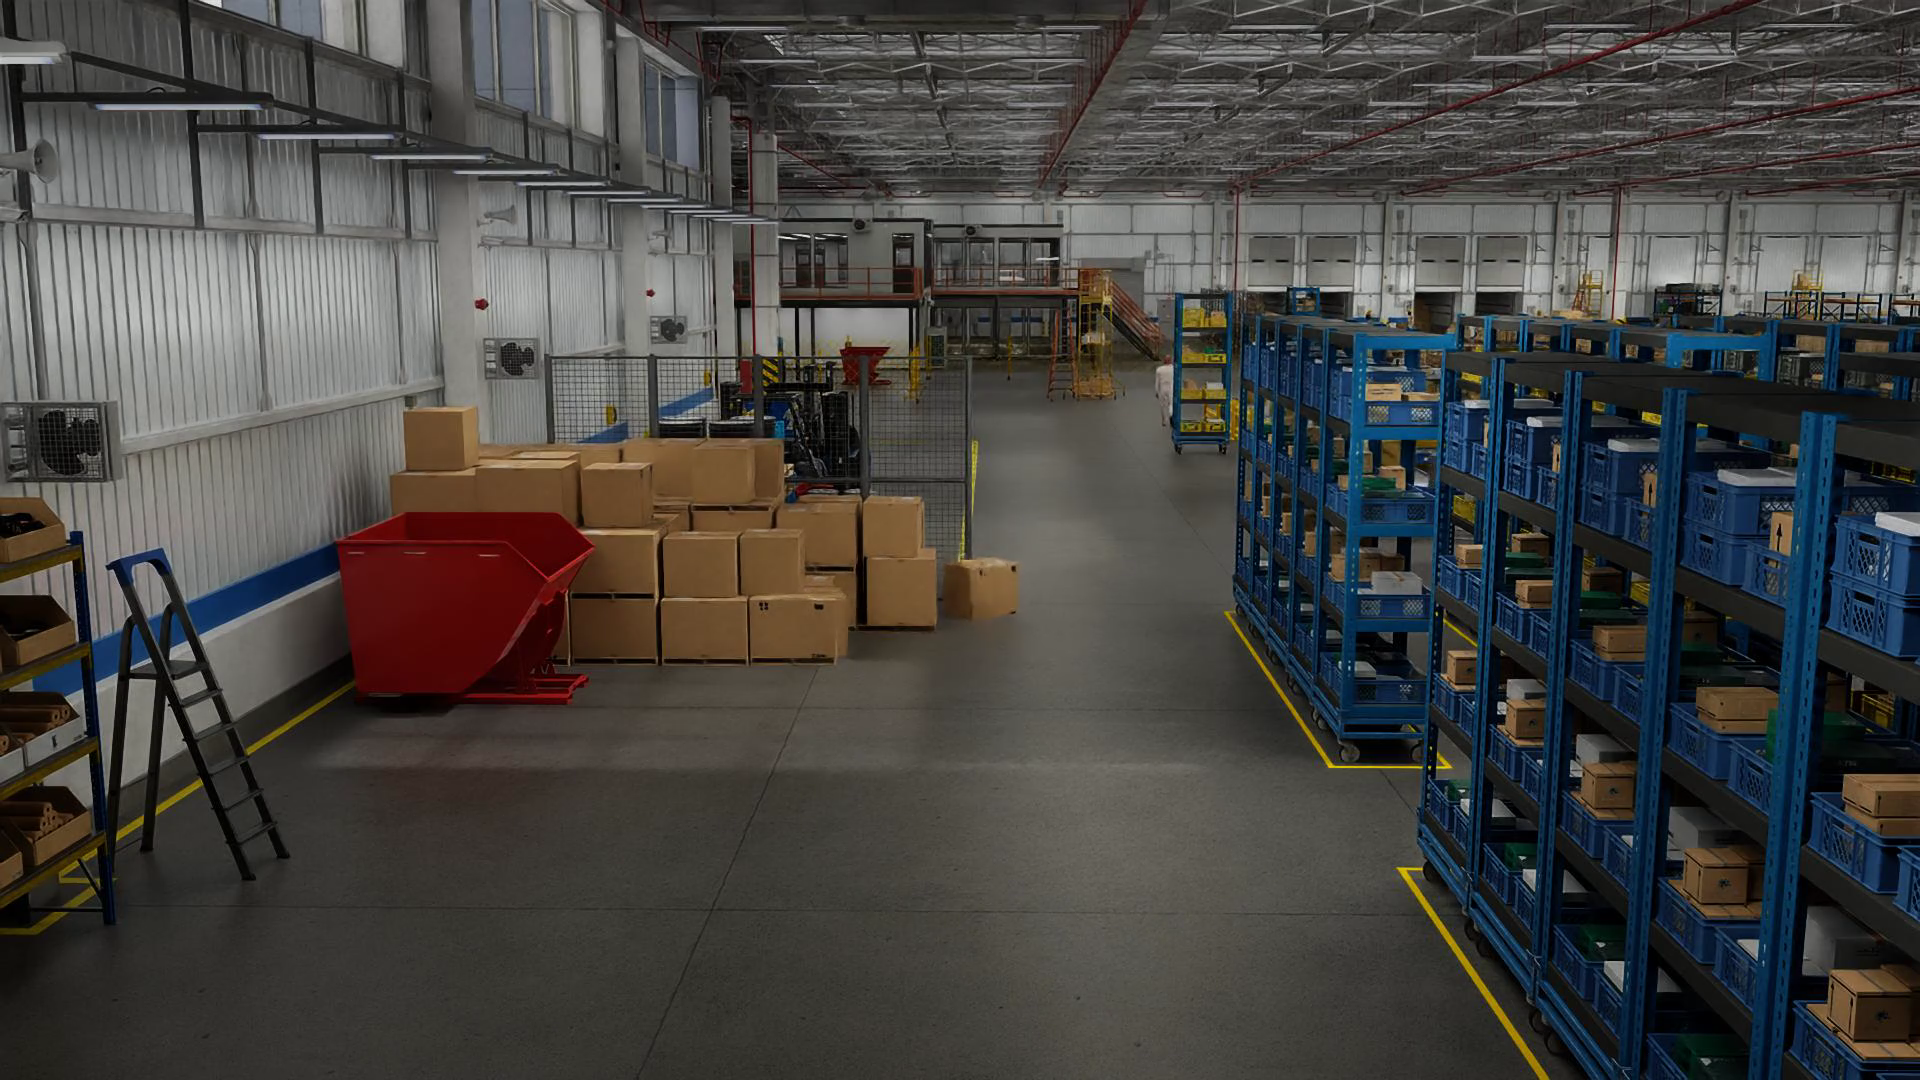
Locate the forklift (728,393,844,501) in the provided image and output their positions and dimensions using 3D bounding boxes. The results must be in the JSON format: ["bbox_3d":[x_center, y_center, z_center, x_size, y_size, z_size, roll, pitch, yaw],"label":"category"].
[{"bbox_3d":[-2.979,-1.316,26.476,2.680,1.987,1.157,0,9,1],"label":"forklift"}]

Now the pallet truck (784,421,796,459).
[{"bbox_3d":[-4.013,-1.793,32.705,1.601,1.201,0.680,0,9,1],"label":"pallet truck"}]

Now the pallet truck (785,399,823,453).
[{"bbox_3d":[-3.814,-2.432,36.419,1.630,1.274,0.653,0,9,1],"label":"pallet truck"}]

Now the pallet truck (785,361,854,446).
[{"bbox_3d":[-3.410,-3.193,38.978,1.885,1.965,0.823,0,9,-1],"label":"pallet truck"}]

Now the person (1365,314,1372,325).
[{"bbox_3d":[21.544,-10.969,87.519,0.837,1.818,0.632,1,9,6],"label":"person"}]

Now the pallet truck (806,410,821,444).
[{"bbox_3d":[-3.559,-2.018,33.905,1.522,1.261,0.704,0,9,-1],"label":"pallet truck"}]

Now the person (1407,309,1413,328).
[{"bbox_3d":[25.589,-12.172,94.616,0.397,1.918,0.588,5,10,28],"label":"person"}]

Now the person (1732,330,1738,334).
[{"bbox_3d":[30.059,-7.265,64.548,0.389,1.850,0.548,-4,10,-23],"label":"person"}]

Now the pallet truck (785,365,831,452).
[{"bbox_3d":[-3.774,-2.976,37.635,1.885,1.965,0.823,1,9,5],"label":"pallet truck"}]

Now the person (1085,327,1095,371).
[{"bbox_3d":[5.300,-7.717,67.443,0.476,1.820,0.512,-8,12,-41],"label":"person"}]

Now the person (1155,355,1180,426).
[{"bbox_3d":[5.476,-3.950,43.969,0.643,1.894,0.424,1,9,7],"label":"person"}]

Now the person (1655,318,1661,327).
[{"bbox_3d":[33.760,-9.857,80.588,0.741,1.836,0.426,-4,10,-22],"label":"person"}]

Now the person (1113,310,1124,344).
[{"bbox_3d":[8.871,-11.863,92.772,0.623,1.901,1.019,9,13,44],"label":"person"}]

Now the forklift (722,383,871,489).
[{"bbox_3d":[-2.893,-1.687,28.729,2.680,1.987,1.157,0,9,-1],"label":"forklift"}]

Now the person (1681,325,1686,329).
[{"bbox_3d":[30.247,-8.107,69.634,0.614,1.882,0.628,-2,9,-9],"label":"person"}]

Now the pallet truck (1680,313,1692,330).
[{"bbox_3d":[36.315,-10.531,84.244,0.823,1.965,1.885,-6,11,-33],"label":"pallet truck"}]

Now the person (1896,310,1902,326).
[{"bbox_3d":[51.352,-11.619,91.188,0.486,1.916,0.561,-4,10,-25],"label":"person"}]
